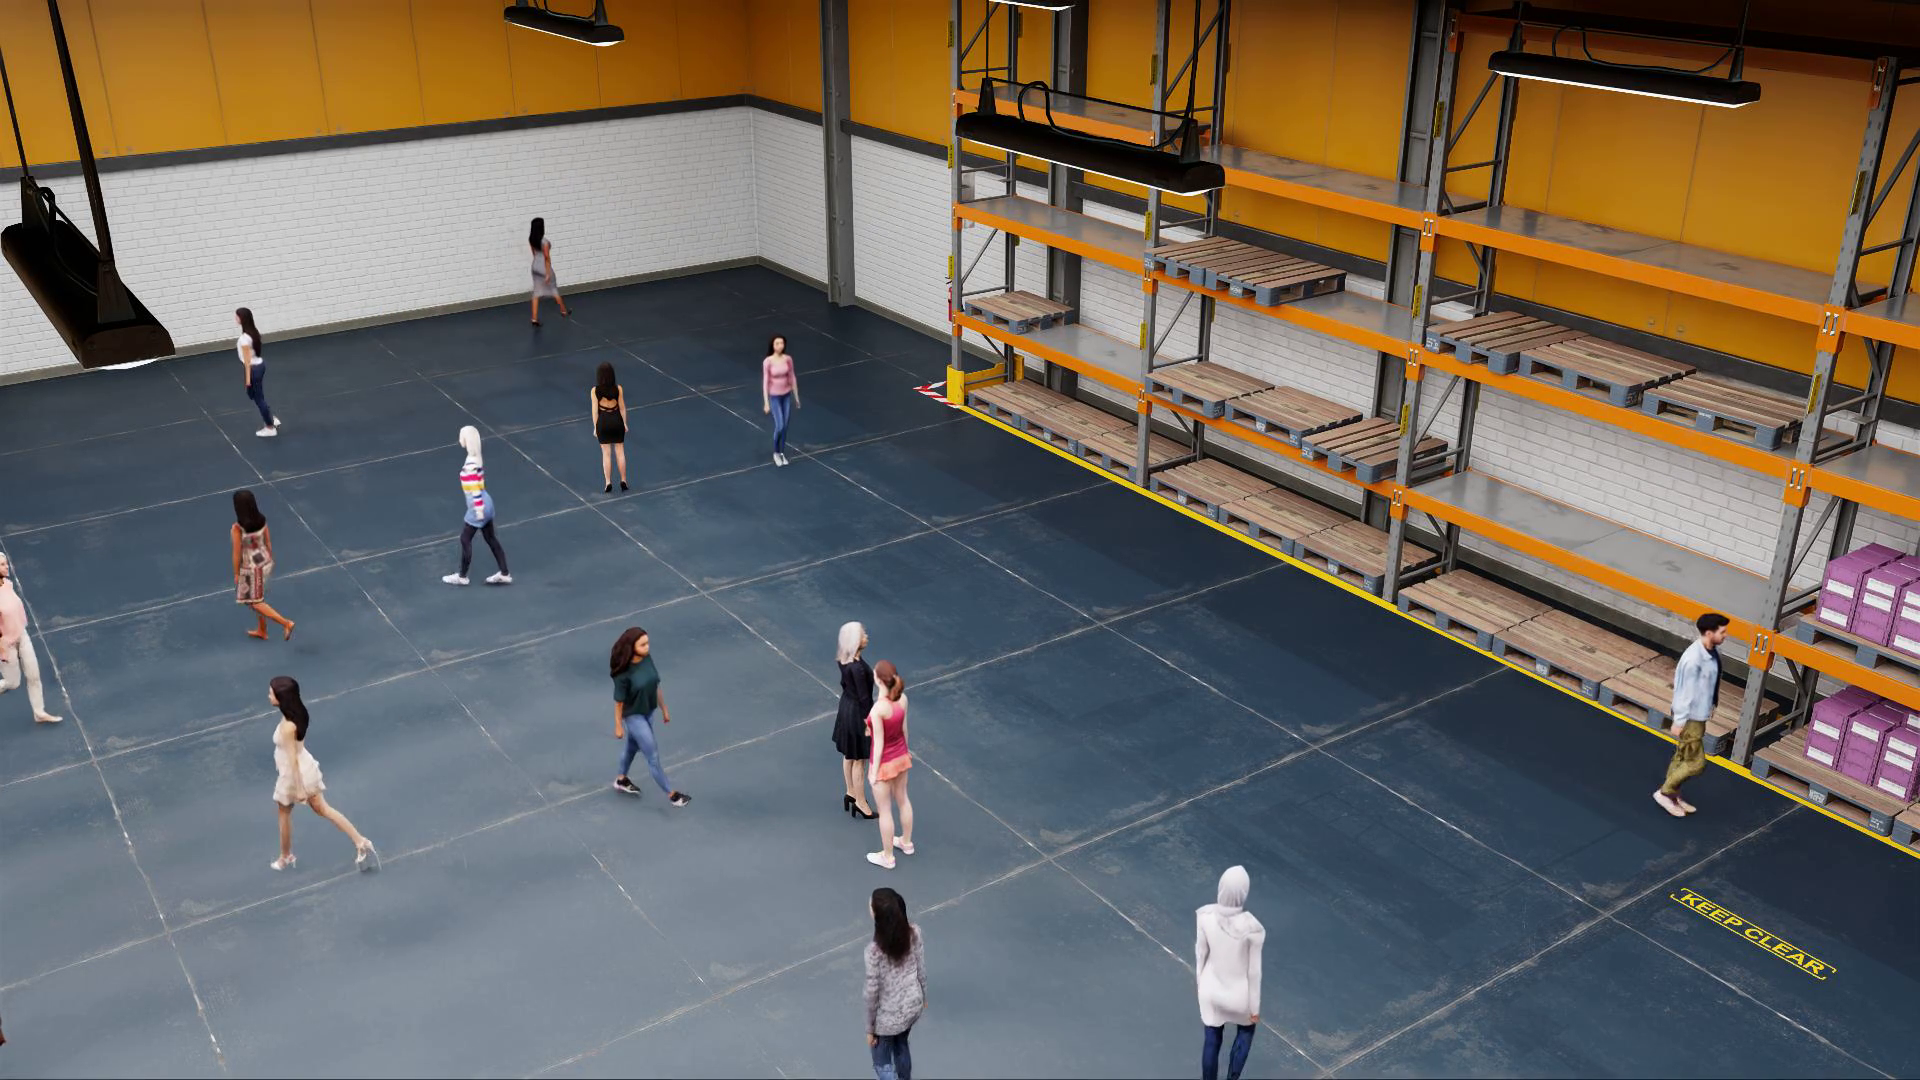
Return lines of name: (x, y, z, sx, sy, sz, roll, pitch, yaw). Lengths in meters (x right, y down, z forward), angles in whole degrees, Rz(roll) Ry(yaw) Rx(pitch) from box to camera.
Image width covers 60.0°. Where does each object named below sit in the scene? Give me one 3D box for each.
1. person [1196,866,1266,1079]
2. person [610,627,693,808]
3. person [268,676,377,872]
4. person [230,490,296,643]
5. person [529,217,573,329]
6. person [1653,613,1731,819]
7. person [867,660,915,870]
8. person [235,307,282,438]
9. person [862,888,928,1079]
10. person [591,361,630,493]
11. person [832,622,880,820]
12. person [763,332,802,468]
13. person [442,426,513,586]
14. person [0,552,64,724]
person: (1.615, 2.856, 10.292, 0.665, 1.766, 0.787, 14, 27, 30)
person: (-2.715, 1.450, 13.747, 1.153, 1.574, 0.918, 12, 26, 26)
person: (-4.962, 1.820, 12.743, 0.999, 1.701, 1.069, -1, 24, -3)
person: (-6.865, 0.296, 16.317, 1.038, 1.631, 0.945, 8, 25, 17)
person: (-6.726, -4.222, 26.517, 1.128, 1.739, 1.000, 12, 26, 25)
person: (5.897, 1.403, 13.568, 0.716, 1.803, 0.766, 19, 30, 37)
person: (-0.551, 1.720, 12.907, 0.613, 1.753, 0.617, 19, 30, 36)
person: (-9.169, -2.201, 21.863, 0.789, 1.764, 0.695, -3, 24, -6)
person: (-0.351, 2.936, 10.178, 0.678, 1.710, 0.921, -16, 28, -32)
person: (-4.220, -1.357, 20.074, 0.624, 1.650, 0.583, -6, 24, -14)
person: (-0.835, 1.454, 13.522, 0.698, 1.747, 0.560, -10, 26, -22)
person: (-2.307, -1.801, 20.985, 0.581, 1.734, 0.600, -17, 29, -33)
person: (-5.001, -0.344, 17.596, 1.008, 1.779, 1.020, -1, 24, -3)
person: (-8.562, 0.903, 14.835, 0.990, 1.705, 0.983, 1, 24, 1)
